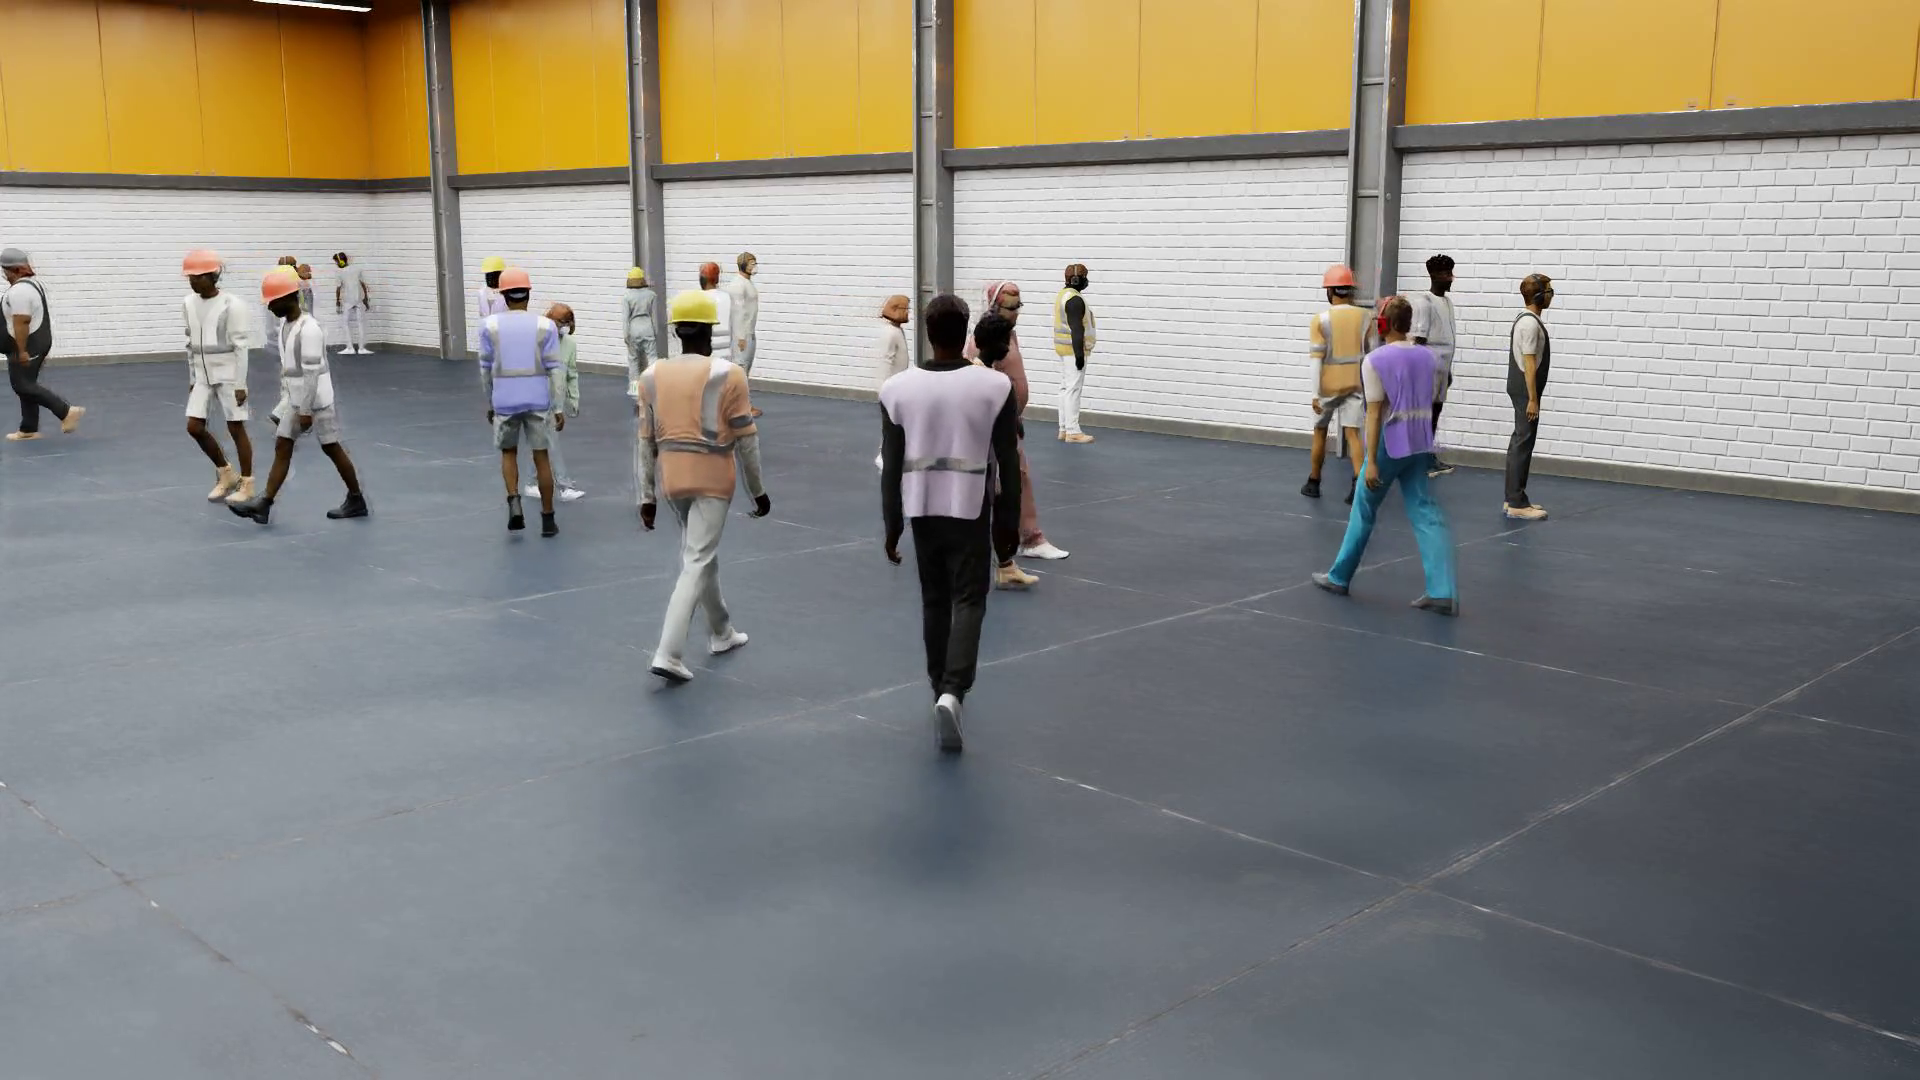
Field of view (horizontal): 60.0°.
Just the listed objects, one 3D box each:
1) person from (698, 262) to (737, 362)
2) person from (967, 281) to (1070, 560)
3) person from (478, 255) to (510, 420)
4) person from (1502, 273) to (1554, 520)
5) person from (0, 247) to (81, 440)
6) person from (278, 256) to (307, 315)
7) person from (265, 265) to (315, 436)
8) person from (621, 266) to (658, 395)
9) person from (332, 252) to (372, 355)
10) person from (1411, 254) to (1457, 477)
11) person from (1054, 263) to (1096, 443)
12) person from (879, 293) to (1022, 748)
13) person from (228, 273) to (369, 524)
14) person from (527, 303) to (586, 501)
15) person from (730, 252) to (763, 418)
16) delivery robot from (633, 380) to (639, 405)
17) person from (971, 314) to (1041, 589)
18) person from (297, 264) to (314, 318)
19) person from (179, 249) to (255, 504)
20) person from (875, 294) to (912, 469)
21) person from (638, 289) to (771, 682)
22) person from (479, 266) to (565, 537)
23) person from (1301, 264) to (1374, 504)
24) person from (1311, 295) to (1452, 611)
[{"bbox_3d":[-2.487,-1.804,16.437,0.495,1.870,0.604,10,15,44],"label":"person"},{"bbox_3d":[0.194,-0.781,10.944,0.988,1.844,0.668,1,10,5],"label":"person"},{"bbox_3d":[-5.153,-2.212,18.576,0.585,1.913,0.408,4,11,22],"label":"person"},{"bbox_3d":[4.308,-1.082,12.575,0.334,1.846,0.513,2,11,13],"label":"person"},{"bbox_3d":[-9.641,-2.042,17.277,0.727,2.000,0.684,-3,11,-16],"label":"person"},{"bbox_3d":[-9.306,-3.020,23.158,0.429,1.845,0.621,-3,11,-17],"label":"person"},{"bbox_3d":[-7.087,-1.979,17.529,0.429,1.818,0.617,-7,13,-35],"label":"person"},{"bbox_3d":[-4.234,-2.758,22.037,0.510,1.721,0.701,-5,12,-26],"label":"person"},{"bbox_3d":[-10.892,-4.235,29.838,0.656,1.832,0.331,-8,13,-38],"label":"person"},{"bbox_3d":[4.219,-1.551,14.805,0.361,1.965,0.613,8,13,39],"label":"person"},{"bbox_3d":[1.193,-1.934,17.235,0.429,1.842,0.633,-2,11,-9],"label":"person"},{"bbox_3d":[-0.051,-0.098,7.098,0.600,1.896,0.873,2,11,12],"label":"person"},{"bbox_3d":[-4.896,-1.033,12.268,0.607,1.854,1.033,10,14,44],"label":"person"},{"bbox_3d":[-3.235,-1.103,13.371,0.801,1.584,0.542,6,12,28],"label":"person"},{"bbox_3d":[-2.527,-2.412,19.575,0.372,1.939,0.629,1,10,4],"label":"person"},{"bbox_3d":[-3.508,-1.776,19.628,0.707,0.478,0.477,-2,11,-11],"label":"delivery robot"},{"bbox_3d":[0.187,-0.501,9.879,0.734,1.657,0.567,2,11,9],"label":"person"},{"bbox_3d":[-11.202,-3.895,28.493,0.268,1.632,0.507,-8,13,-39],"label":"person"},{"bbox_3d":[-5.856,-1.271,13.119,0.645,2.017,0.520,3,11,18],"label":"person"},{"bbox_3d":[-0.542,-1.344,14.629,0.364,1.620,0.509,1,10,5],"label":"person"},{"bbox_3d":[-1.298,-0.275,8.124,0.587,1.885,1.002,5,12,27],"label":"person"},{"bbox_3d":[-3.096,-0.974,11.796,0.566,1.913,0.445,-2,11,-13],"label":"person"},{"bbox_3d":[3.029,-1.241,13.285,0.550,1.908,0.844,-1,10,-7],"label":"person"},{"bbox_3d":[2.496,-0.505,9.581,0.592,1.790,0.988,-6,12,-31],"label":"person"}]
